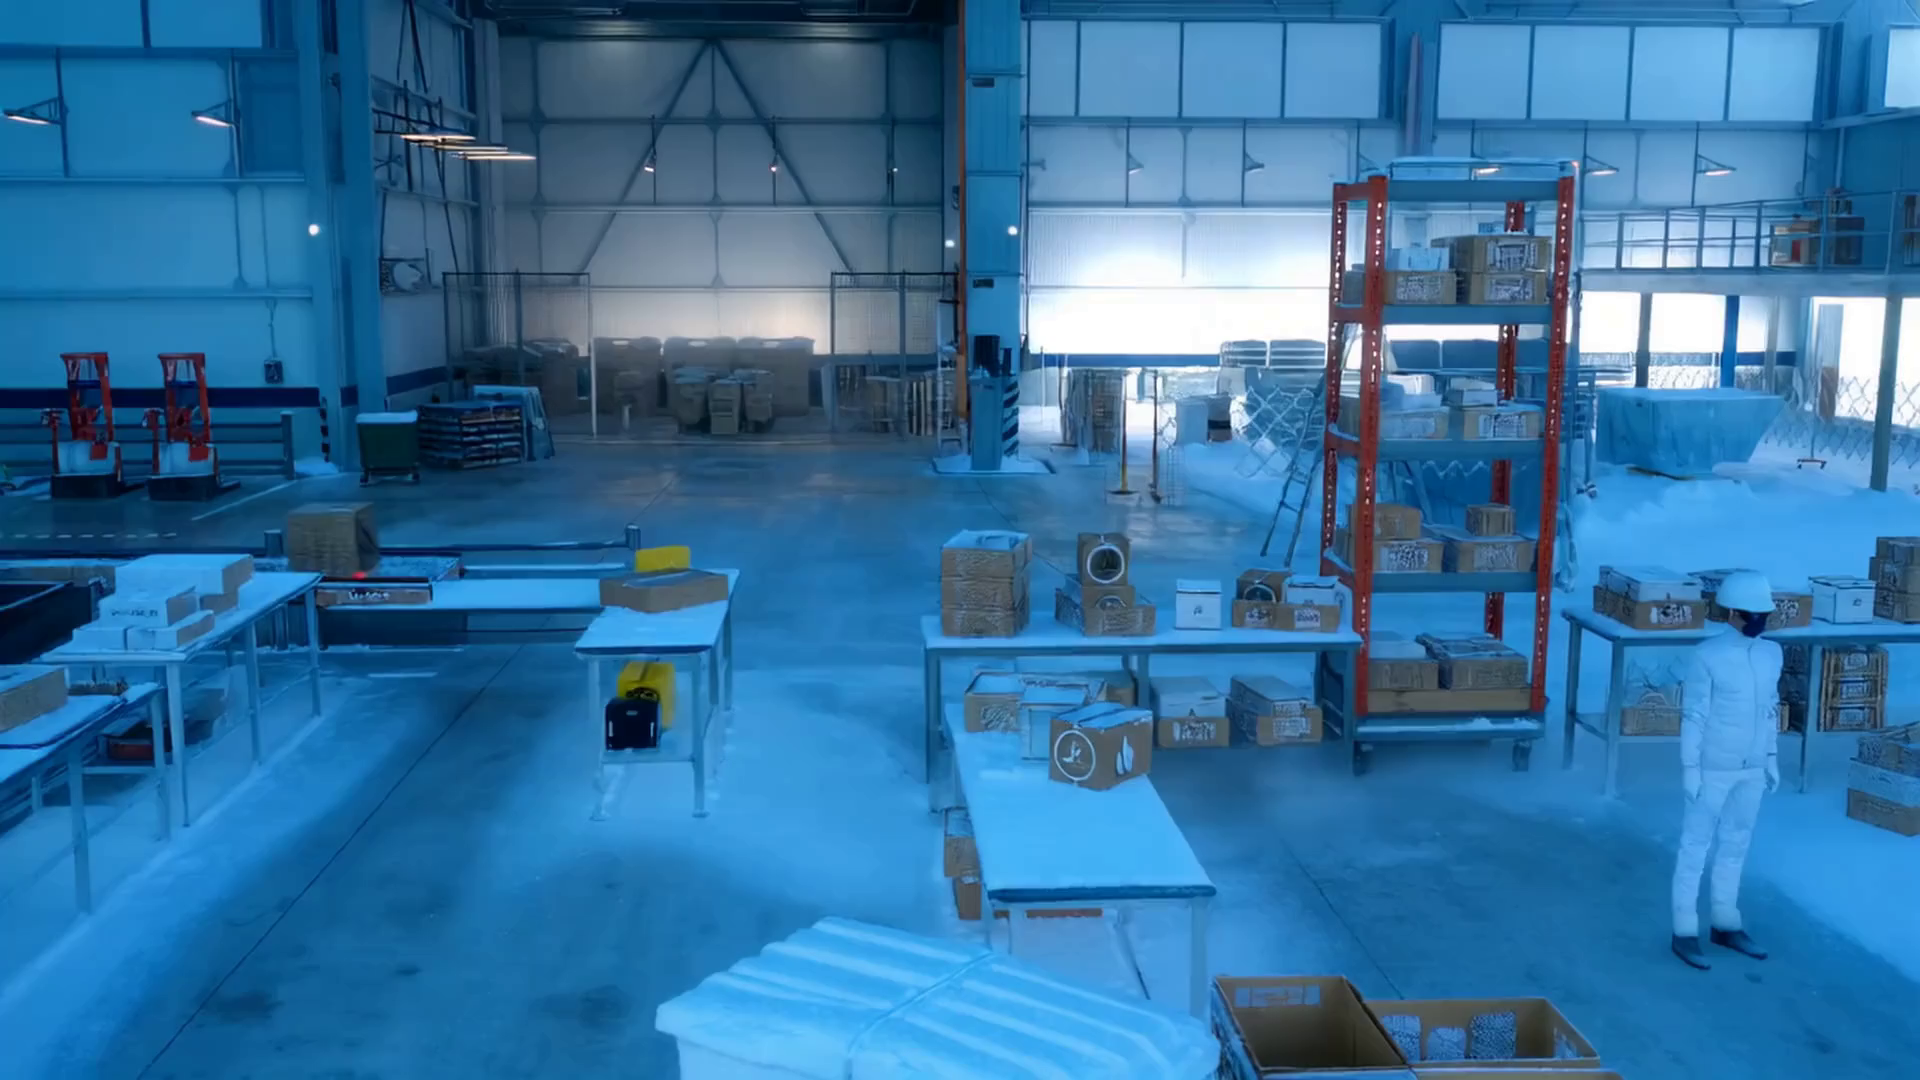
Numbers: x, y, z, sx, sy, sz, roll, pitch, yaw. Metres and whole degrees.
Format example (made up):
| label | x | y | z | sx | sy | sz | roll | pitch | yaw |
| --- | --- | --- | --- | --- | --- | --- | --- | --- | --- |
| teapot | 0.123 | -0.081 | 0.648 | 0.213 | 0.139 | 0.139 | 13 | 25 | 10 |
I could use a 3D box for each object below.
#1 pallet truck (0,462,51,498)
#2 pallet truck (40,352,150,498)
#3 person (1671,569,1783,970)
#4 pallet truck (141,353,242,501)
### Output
| label | x | y | z | sx | sy | sz | roll | pitch | yaw |
| --- | --- | --- | --- | --- | --- | --- | --- | --- | --- |
| pallet truck | -13.193 | -1.293 | 23.148 | 0.653 | 1.274 | 1.630 | -1 | 9 | -4 |
| pallet truck | -11.907 | -1.642 | 23.165 | 0.823 | 1.965 | 1.885 | 0 | 9 | 0 |
| person | 3.392 | 0.997 | 7.317 | 0.530 | 1.768 | 0.312 | -3 | 10 | -21 |
| pallet truck | -10.520 | -1.604 | 22.925 | 0.823 | 1.965 | 1.885 | -1 | 9 | -6 |
